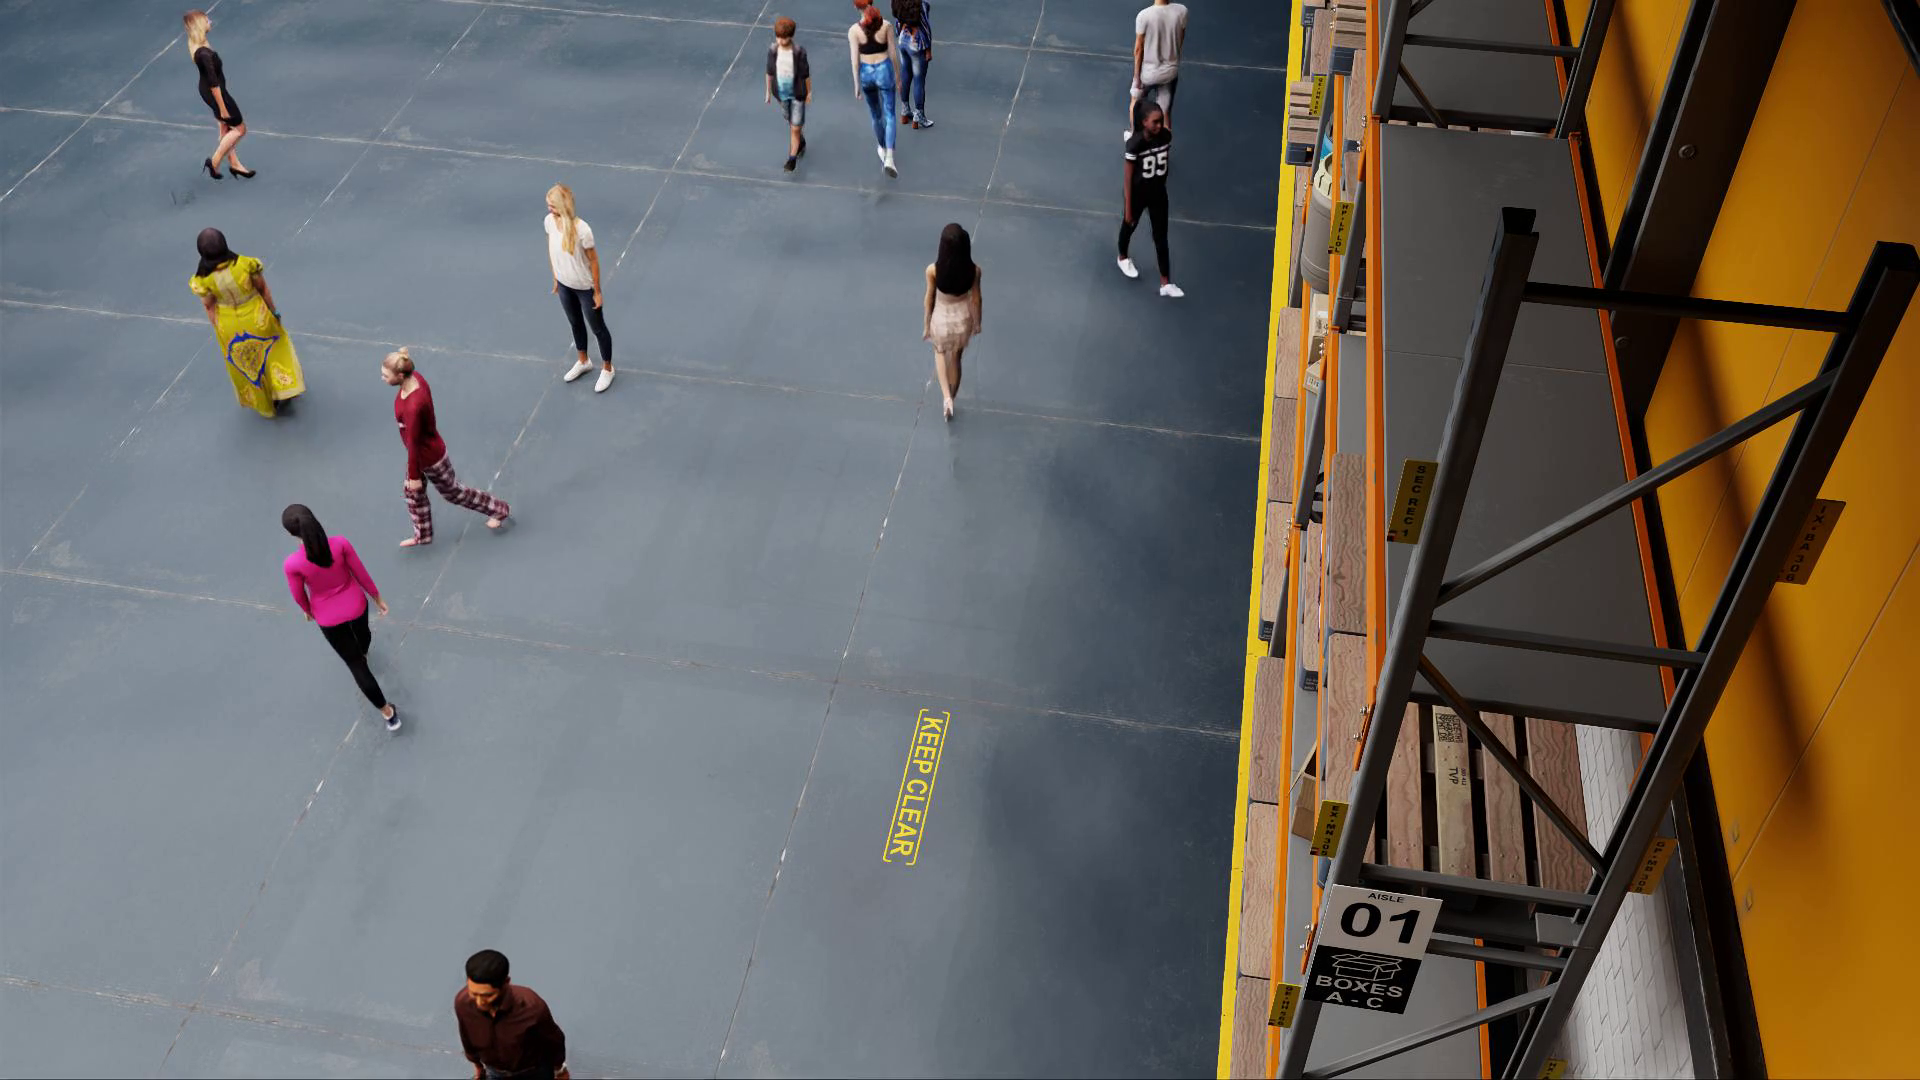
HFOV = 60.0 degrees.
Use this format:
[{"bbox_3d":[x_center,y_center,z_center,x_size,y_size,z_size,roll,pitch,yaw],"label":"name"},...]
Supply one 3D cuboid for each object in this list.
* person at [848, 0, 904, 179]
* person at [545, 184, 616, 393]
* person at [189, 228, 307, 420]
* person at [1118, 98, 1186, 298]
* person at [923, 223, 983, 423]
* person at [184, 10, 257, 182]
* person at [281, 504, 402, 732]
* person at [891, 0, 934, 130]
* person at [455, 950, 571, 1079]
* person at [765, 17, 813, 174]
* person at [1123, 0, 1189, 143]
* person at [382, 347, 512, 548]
[{"bbox_3d":[-0.752,-4.085,15.087,0.808,1.757,1.086,-1,44,-1],"label":"person"},{"bbox_3d":[-2.932,-1.967,12.820,0.661,1.807,0.632,22,48,21],"label":"person"},{"bbox_3d":[-5.369,-1.588,12.544,0.921,1.649,0.984,-20,47,-19],"label":"person"},{"bbox_3d":[1.488,-2.893,13.872,1.049,1.697,1.173,-20,47,-20],"label":"person"},{"bbox_3d":[-0.063,-1.548,12.440,0.659,1.725,0.691,-2,44,-2],"label":"person"},{"bbox_3d":[-6.775,-3.957,15.010,0.849,1.667,0.787,-28,50,-26],"label":"person"},{"bbox_3d":[-3.806,0.522,10.329,1.120,1.649,1.157,-25,49,-24],"label":"person"},{"bbox_3d":[-0.441,-4.692,15.825,0.739,1.607,0.699,-31,52,-29],"label":"person"},{"bbox_3d":[-2.153,2.526,8.122,0.655,1.781,0.534,4,44,4],"label":"person"},{"bbox_3d":[-1.545,-4.180,15.426,0.626,1.417,0.933,12,45,12],"label":"person"},{"bbox_3d":[1.843,-4.250,15.199,0.852,1.831,0.963,-8,44,-8],"label":"person"},{"bbox_3d":[-3.595,-0.619,11.508,1.041,1.665,1.094,-16,46,-16],"label":"person"}]
